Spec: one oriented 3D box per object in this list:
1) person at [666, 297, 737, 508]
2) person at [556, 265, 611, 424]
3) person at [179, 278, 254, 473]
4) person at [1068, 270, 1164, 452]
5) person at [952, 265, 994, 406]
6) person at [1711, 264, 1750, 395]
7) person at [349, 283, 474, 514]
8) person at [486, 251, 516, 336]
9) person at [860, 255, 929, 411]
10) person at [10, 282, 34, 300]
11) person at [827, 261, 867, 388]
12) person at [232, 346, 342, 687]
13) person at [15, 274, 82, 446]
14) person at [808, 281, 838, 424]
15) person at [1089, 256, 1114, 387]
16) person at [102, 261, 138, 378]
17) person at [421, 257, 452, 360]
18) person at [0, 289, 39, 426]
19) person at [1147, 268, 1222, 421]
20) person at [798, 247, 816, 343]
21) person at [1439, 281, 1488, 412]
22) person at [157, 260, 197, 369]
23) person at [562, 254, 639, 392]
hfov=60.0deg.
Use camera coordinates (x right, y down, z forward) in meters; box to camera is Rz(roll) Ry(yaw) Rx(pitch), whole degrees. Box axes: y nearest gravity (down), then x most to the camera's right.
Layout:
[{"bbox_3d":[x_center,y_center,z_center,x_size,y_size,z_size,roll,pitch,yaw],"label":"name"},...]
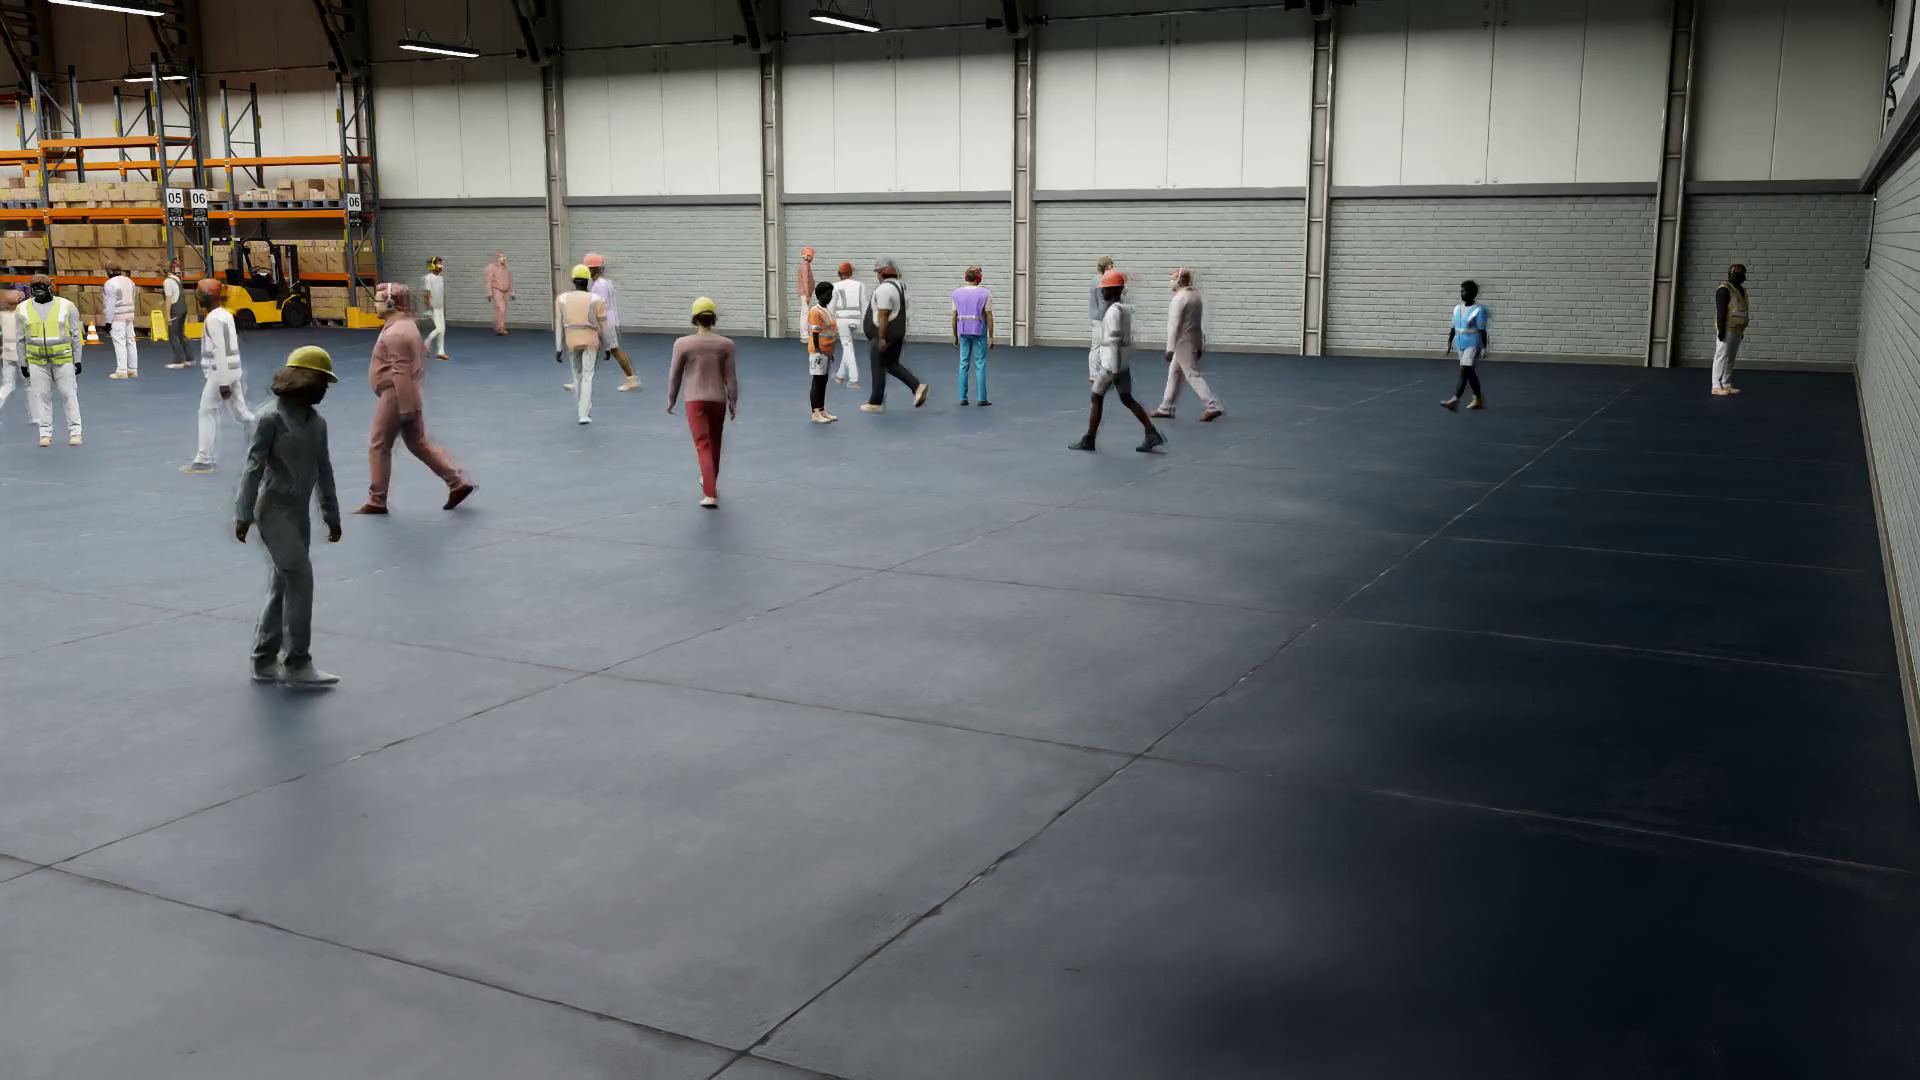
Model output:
[{"bbox_3d":[-2.165,-1.159,13.946,0.543,1.721,0.909,-5,12,-27],"label":"person"},{"bbox_3d":[-4.528,-2.363,20.077,0.613,1.874,0.983,1,10,3],"label":"person"},{"bbox_3d":[-6.918,-1.555,15.767,0.936,1.854,0.590,-2,11,-9],"label":"person"},{"bbox_3d":[1.650,-1.843,17.215,0.985,1.900,0.558,4,11,22],"label":"person"},{"bbox_3d":[0.168,-2.682,21.896,0.570,1.845,0.380,4,11,19],"label":"person"},{"bbox_3d":[10.889,-2.967,23.465,0.627,1.843,0.429,-8,13,-38],"label":"person"},{"bbox_3d":[-4.457,-1.135,13.416,0.933,1.876,0.635,-1,10,-7],"label":"person"},{"bbox_3d":[-10.150,-5.481,37.038,0.689,1.883,0.680,6,12,28],"label":"person"},{"bbox_3d":[-0.836,-2.651,21.198,0.798,2.000,0.689,3,11,18],"label":"person"},{"bbox_3d":[-25.273,-6.917,44.827,0.643,1.909,0.410,-10,14,-43],"label":"person"},{"bbox_3d":[-1.750,-3.192,24.672,0.611,1.843,0.924,-8,13,-37],"label":"person"},{"bbox_3d":[-3.313,-0.113,8.311,0.624,1.689,0.555,2,11,9],"label":"person"},{"bbox_3d":[-9.710,-1.911,17.748,0.629,1.838,0.429,-3,11,-17],"label":"person"},{"bbox_3d":[-1.647,-2.246,19.944,0.320,1.692,0.531,3,11,14],"label":"person"},{"bbox_3d":[2.095,-3.244,24.724,0.351,1.932,0.635,-1,10,-4],"label":"person"},{"bbox_3d":[-13.228,-3.456,26.156,0.429,1.837,0.621,2,11,9],"label":"person"},{"bbox_3d":[-9.428,-4.150,29.872,0.473,1.857,0.549,3,11,16],"label":"person"},{"bbox_3d":[-11.134,-2.136,19.571,0.523,1.614,0.750,1,10,6],"label":"person"},{"bbox_3d":[2.763,-2.368,20.173,0.990,1.862,0.660,5,12,26],"label":"person"},{"bbox_3d":[-3.208,-5.140,34.915,0.392,1.990,0.611,-1,10,-7],"label":"person"},{"bbox_3d":[6.453,-2.474,21.260,0.874,1.647,0.545,-5,12,-27],"label":"person"},{"bbox_3d":[-13.224,-3.801,28.061,0.462,1.822,0.593,0,10,-2],"label":"person"},{"bbox_3d":[-5.103,-3.078,23.694,1.086,1.987,0.620,-5,11,-23],"label":"person"}]
